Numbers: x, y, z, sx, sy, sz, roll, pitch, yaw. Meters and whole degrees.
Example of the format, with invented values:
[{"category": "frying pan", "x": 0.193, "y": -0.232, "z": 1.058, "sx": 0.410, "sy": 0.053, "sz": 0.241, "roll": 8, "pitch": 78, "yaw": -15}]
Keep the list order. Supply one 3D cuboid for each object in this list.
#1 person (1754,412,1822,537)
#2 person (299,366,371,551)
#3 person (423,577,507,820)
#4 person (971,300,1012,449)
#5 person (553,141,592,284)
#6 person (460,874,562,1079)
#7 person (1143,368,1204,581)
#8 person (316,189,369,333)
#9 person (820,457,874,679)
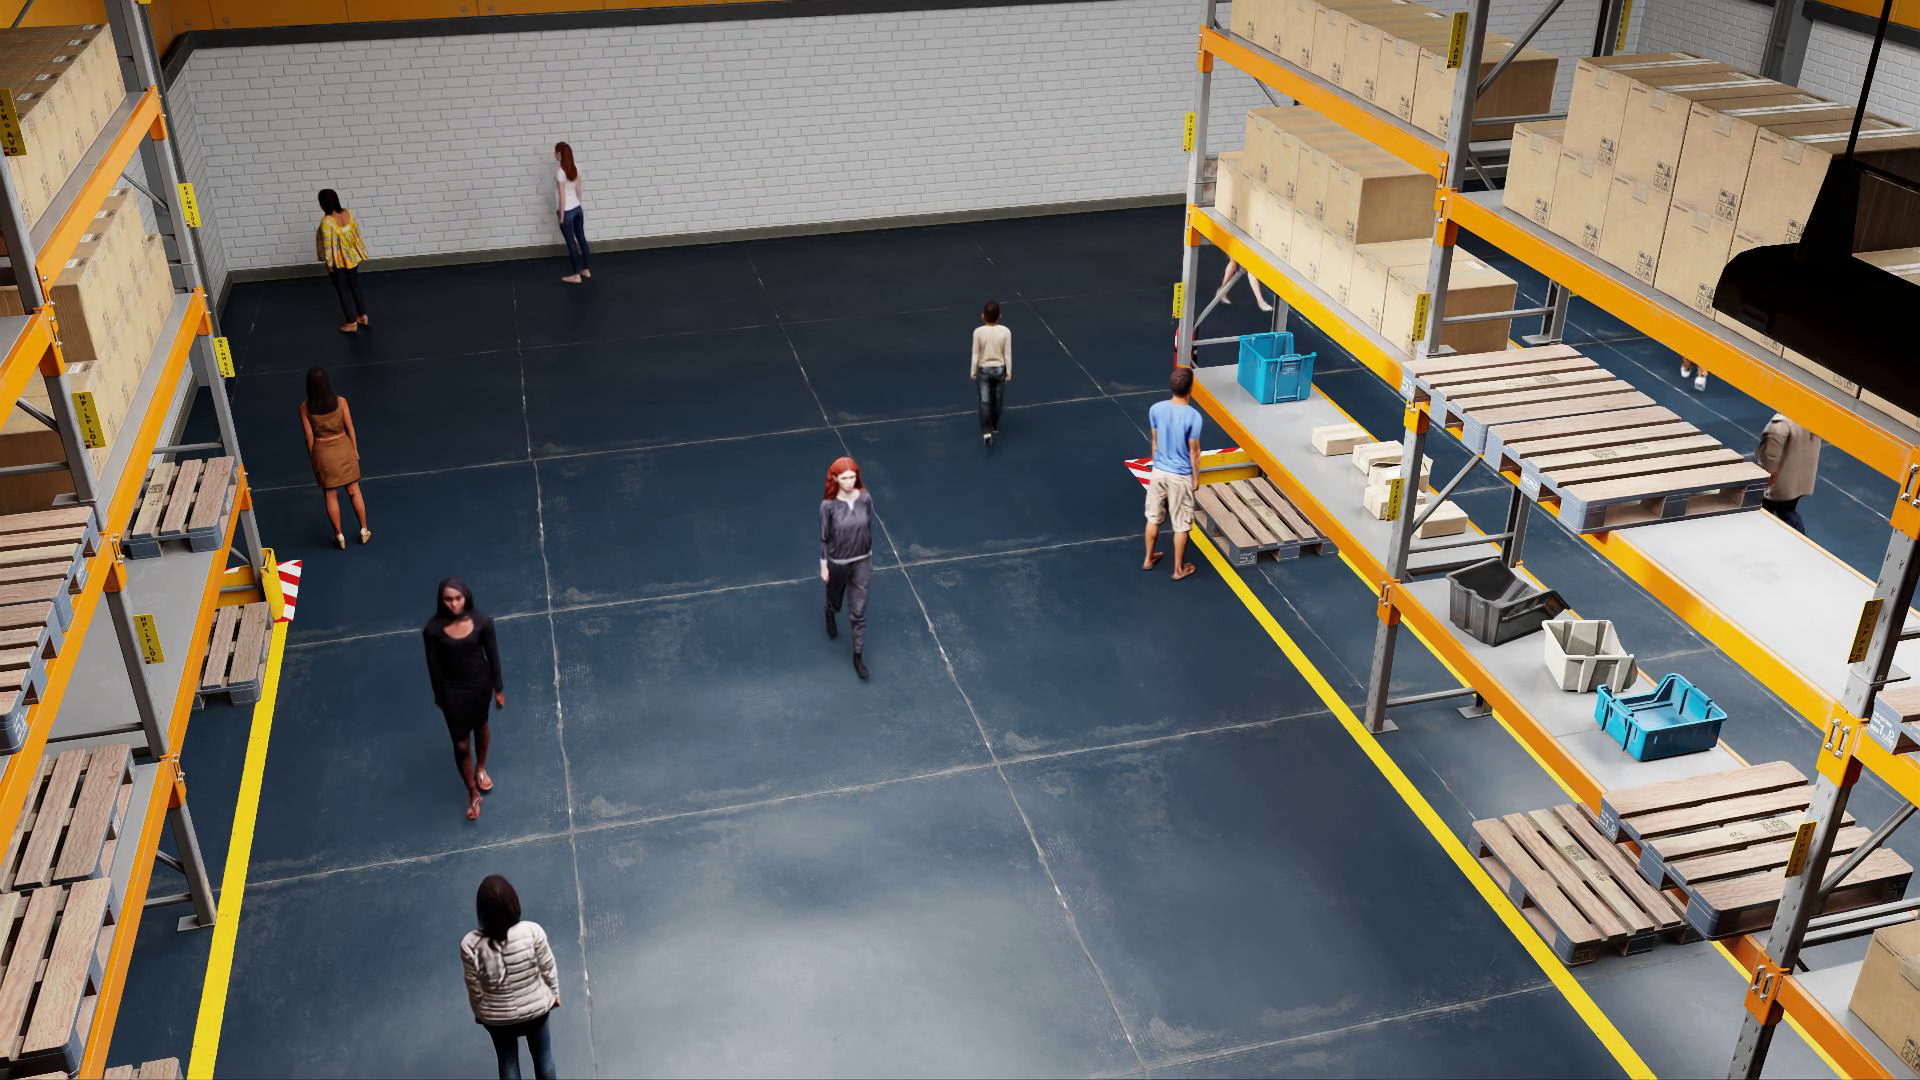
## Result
[{"category": "person", "x": 6.978, "y": -0.530, "z": 13.931, "sx": 0.789, "sy": 1.868, "sz": 0.972, "roll": -9, "pitch": 30, "yaw": -17}, {"category": "person", "x": -5.450, "y": -0.719, "z": 14.463, "sx": 0.614, "sy": 1.688, "sz": 0.582, "roll": -15, "pitch": 32, "yaw": -25}, {"category": "person", "x": -3.363, "y": 0.982, "z": 11.333, "sx": 0.659, "sy": 1.700, "sz": 0.847, "roll": -11, "pitch": 30, "yaw": -19}, {"category": "person", "x": 0.309, "y": -1.621, "z": 16.374, "sx": 0.682, "sy": 1.443, "sz": 1.003, "roll": -2, "pitch": 29, "yaw": -3}, {"category": "person", "x": -4.795, "y": -4.044, "z": 20.507, "sx": 0.710, "sy": 1.739, "sz": 0.645, "roll": 14, "pitch": 32, "yaw": 24}, {"category": "person", "x": -2.340, "y": 2.429, "z": 8.745, "sx": 0.609, "sy": 1.638, "sz": 0.535, "roll": -8, "pitch": 30, "yaw": -14}, {"category": "person", "x": 1.793, "y": -0.565, "z": 14.002, "sx": 0.701, "sy": 1.861, "sz": 0.780, "roll": 19, "pitch": 34, "yaw": 30}, {"category": "person", "x": -7.088, "y": -3.219, "z": 19.084, "sx": 0.929, "sy": 1.652, "sz": 0.860, "roll": 8, "pitch": 30, "yaw": 15}, {"category": "person", "x": -0.886, "y": 0.151, "z": 12.800, "sx": 0.625, "sy": 1.754, "sz": 1.057, "roll": -10, "pitch": 30, "yaw": -17}]
